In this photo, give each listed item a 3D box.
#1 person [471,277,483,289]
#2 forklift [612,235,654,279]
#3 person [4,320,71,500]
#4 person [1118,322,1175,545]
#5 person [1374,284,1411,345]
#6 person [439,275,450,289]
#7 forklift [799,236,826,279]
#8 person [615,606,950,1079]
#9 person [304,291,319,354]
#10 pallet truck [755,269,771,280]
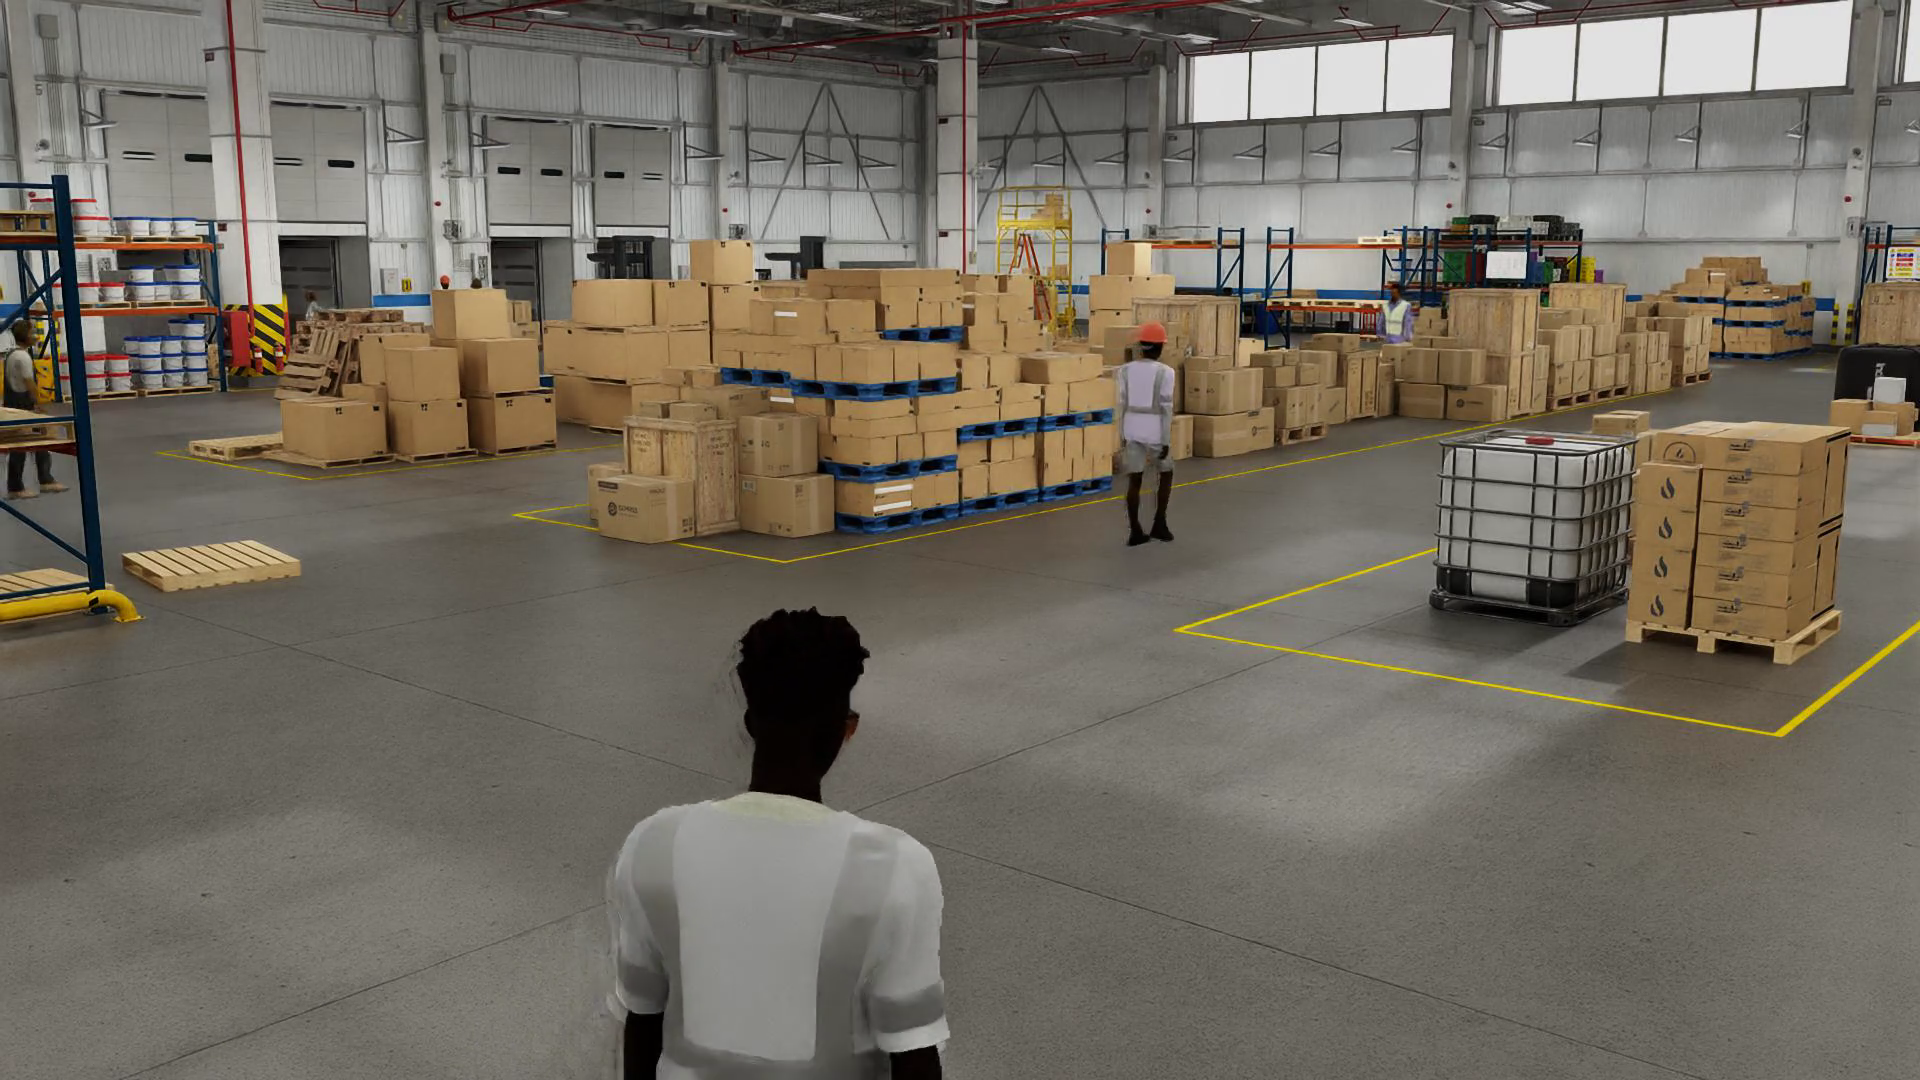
[{"bbox_3d":[-10.517,-4.766,36.298,0.637,1.913,0.847,-3,11,-19],"label":"person"},{"bbox_3d":[-7.300,-5.450,37.421,1.873,2.768,1.129,8,13,40],"label":"forklift"},{"bbox_3d":[-9.416,-1.324,16.934,0.727,1.817,0.522,-6,12,-32],"label":"person"},{"bbox_3d":[1.632,-0.913,14.340,0.547,1.917,0.594,6,12,31],"label":"person"},{"bbox_3d":[7.903,-3.732,30.451,0.647,1.893,0.610,-7,12,-36],"label":"person"},{"bbox_3d":[-11.699,-5.062,37.896,0.545,1.938,0.358,-7,12,-36],"label":"person"},{"bbox_3d":[-3.510,-5.873,39.831,1.873,2.768,1.129,2,10,14],"label":"forklift"},{"bbox_3d":[-0.345,1.092,2.872,0.643,1.932,0.660,3,10,16],"label":"person"},{"bbox_3d":[-14.481,-4.757,37.143,0.885,1.584,0.527,-5,11,-28],"label":"person"},{"bbox_3d":[-4.996,-6.432,45.525,1.885,1.965,0.823,-6,12,-32],"label":"pallet truck"}]
